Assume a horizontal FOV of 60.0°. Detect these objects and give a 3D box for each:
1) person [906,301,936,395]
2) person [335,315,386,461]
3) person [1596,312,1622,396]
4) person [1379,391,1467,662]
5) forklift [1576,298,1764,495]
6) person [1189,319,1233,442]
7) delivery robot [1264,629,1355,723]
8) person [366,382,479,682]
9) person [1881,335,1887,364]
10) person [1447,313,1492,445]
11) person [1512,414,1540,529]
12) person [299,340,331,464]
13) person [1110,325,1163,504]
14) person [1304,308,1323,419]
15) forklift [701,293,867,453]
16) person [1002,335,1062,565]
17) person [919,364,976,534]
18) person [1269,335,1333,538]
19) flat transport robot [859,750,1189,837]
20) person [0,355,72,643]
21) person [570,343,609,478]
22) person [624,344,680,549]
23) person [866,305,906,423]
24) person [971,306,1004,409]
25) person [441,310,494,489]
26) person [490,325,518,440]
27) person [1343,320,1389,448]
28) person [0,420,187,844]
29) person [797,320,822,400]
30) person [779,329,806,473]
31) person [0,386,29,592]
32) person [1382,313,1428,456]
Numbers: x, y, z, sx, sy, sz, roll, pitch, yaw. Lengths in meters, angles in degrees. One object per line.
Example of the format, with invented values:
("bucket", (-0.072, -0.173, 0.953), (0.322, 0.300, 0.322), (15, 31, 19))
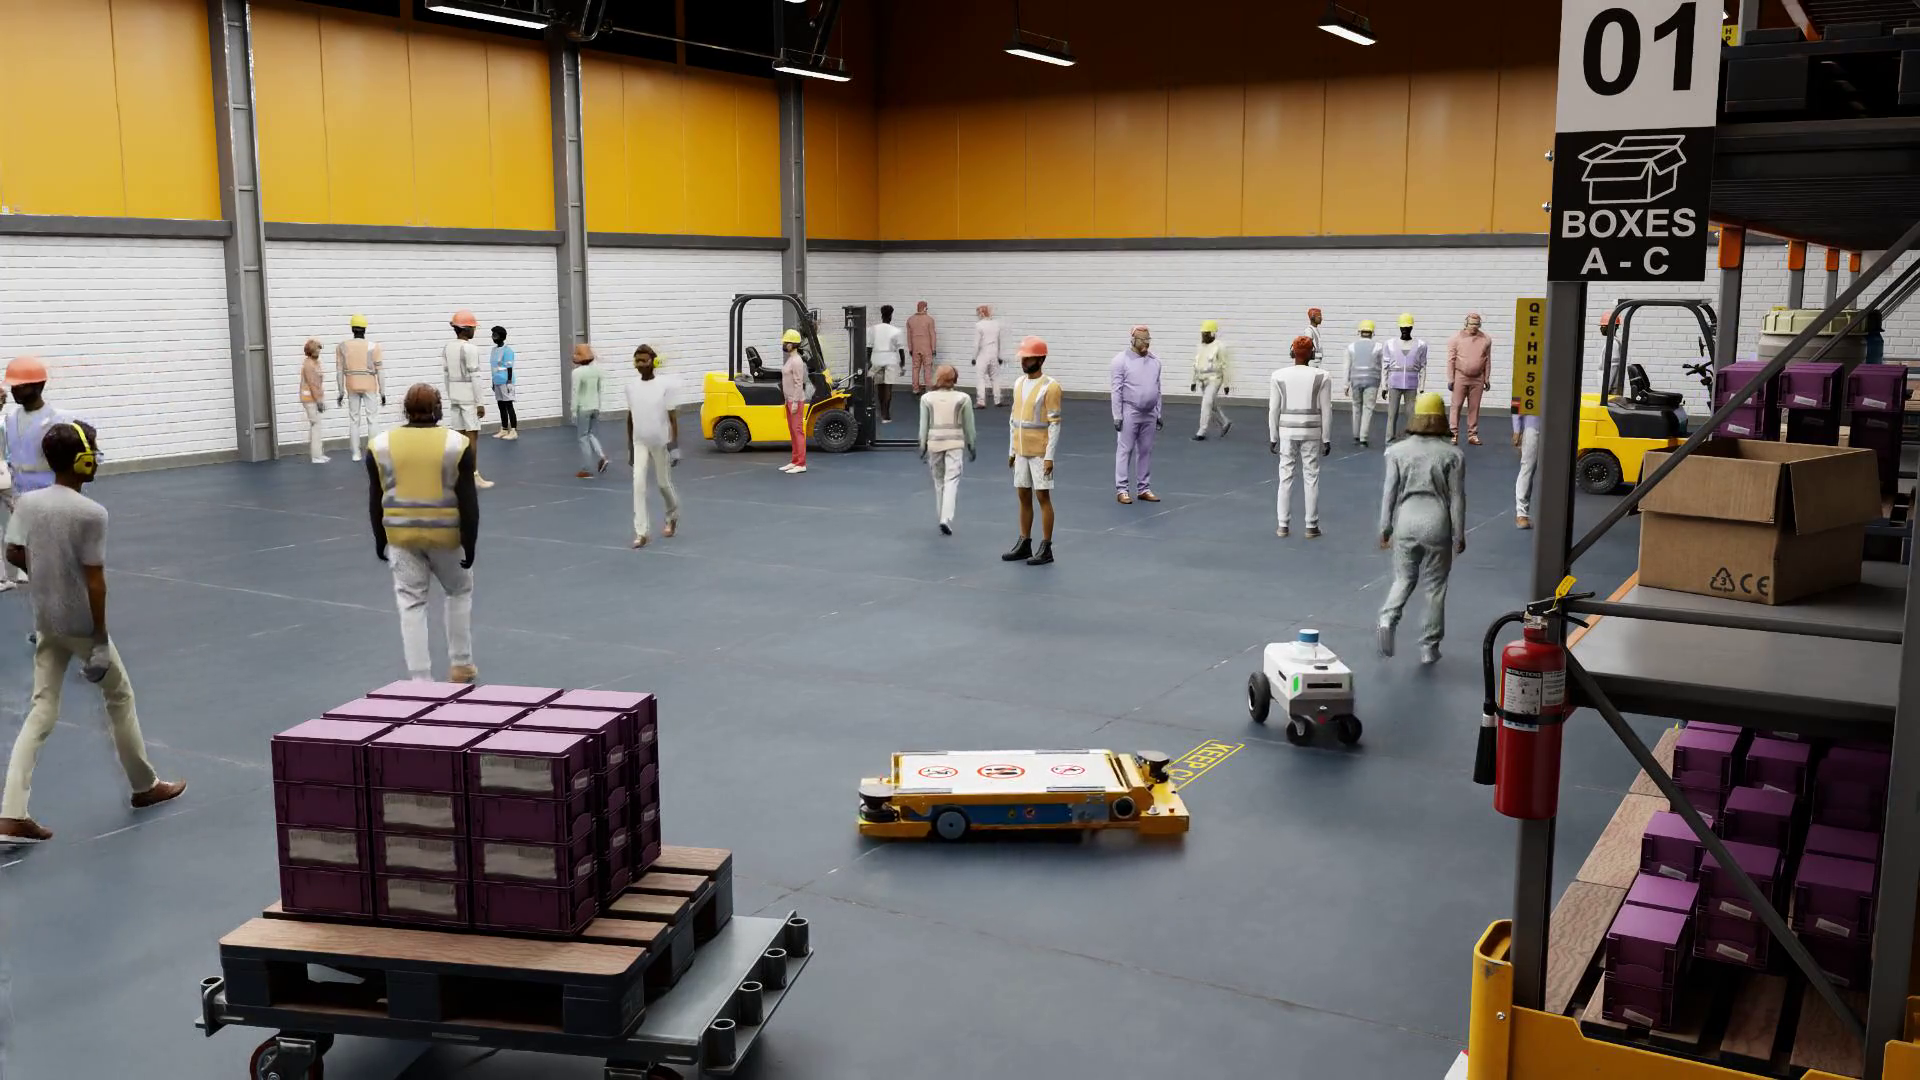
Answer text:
("person", (-0.751, -3.861, 33.561), (0.639, 1.902, 0.407), (4, 10, 26))
("person", (-7.837, -1.968, 21.734), (0.629, 1.925, 0.538), (-1, 9, -6))
("person", (8.757, -2.108, 22.503), (0.373, 1.934, 0.551), (4, 10, 23))
("person", (2.882, -0.065, 10.420), (0.509, 1.722, 0.549), (6, 11, 32))
("forklift", (7.954, -1.589, 18.462), (2.313, 2.155, 1.214), (5, 11, 30))
("person", (3.727, -2.348, 24.433), (0.841, 1.798, 0.598), (-5, 10, -30))
("delivery robot", (1.853, 0.720, 8.857), (0.477, 0.478, 0.707), (0, 9, -2))
("person", (-3.135, -0.016, 9.800), (0.641, 1.820, 0.683), (-1, 9, -9))
("person", (13.306, -2.399, 24.478), (0.980, 1.901, 0.640), (-2, 9, -10))
("person", (7.292, -2.297, 23.803), (0.643, 1.901, 0.400), (0, 9, -2))
("person", (5.622, -1.066, 15.996), (0.635, 1.936, 0.355), (0, 9, 0))
("person", (-8.379, -1.800, 21.585), (0.365, 1.607, 0.556), (-2, 9, -14))
("person", (1.914, -1.343, 17.824), (0.643, 1.908, 0.411), (-5, 11, -30))
("person", (5.875, -2.911, 27.684), (0.355, 1.883, 0.575), (3, 10, 20))
("forklift", (-2.458, -2.344, 23.176), (2.313, 2.155, 1.214), (0, 9, -2))
("person", (0.609, -0.760, 14.079), (0.350, 1.941, 0.545), (-8, 12, -41))
("person", (-0.129, -0.873, 15.838), (0.532, 1.602, 0.842), (2, 9, 11))
("person", (3.171, -0.958, 15.494), (0.581, 1.882, 0.351), (3, 10, 18))
("flat transport robot", (0.266, 1.129, 7.482), (1.431, 0.197, 0.652), (0, 9, -2))
("person", (-6.126, -0.273, 11.092), (0.572, 1.921, 0.452), (4, 10, 22))
("person", (-4.492, -1.547, 19.945), (0.361, 1.621, 0.517), (4, 10, 24))
("person", (-2.791, -0.881, 15.176), (0.529, 1.833, 0.926), (1, 9, 9))
("person", (-1.203, -2.933, 27.660), (0.649, 1.928, 0.892), (2, 9, 13))
("person", (0.528, -3.343, 30.443), (0.393, 1.877, 0.899), (8, 12, 40))
("person", (-5.621, -1.595, 18.964), (0.605, 2.045, 0.380), (7, 12, 39))
("person", (-6.770, -2.326, 24.631), (0.319, 1.691, 0.536), (-9, 12, -43))
("person", (5.805, -2.229, 23.684), (0.607, 1.791, 0.871), (5, 10, 28))
("person", (-3.912, 0.392, 7.295), (0.535, 1.821, 0.963), (3, 9, 15))
("person", (-2.156, -2.353, 24.443), (0.794, 1.818, 0.644), (0, 9, 2))
("person", (-2.066, -1.709, 20.532), (0.301, 1.772, 0.525), (-3, 10, -18))
("person", (-7.457, -0.405, 12.889), (0.521, 1.603, 0.431), (1, 9, 6))
("person", (5.962, -2.078, 22.346), (0.588, 1.927, 0.370), (2, 9, 11))
